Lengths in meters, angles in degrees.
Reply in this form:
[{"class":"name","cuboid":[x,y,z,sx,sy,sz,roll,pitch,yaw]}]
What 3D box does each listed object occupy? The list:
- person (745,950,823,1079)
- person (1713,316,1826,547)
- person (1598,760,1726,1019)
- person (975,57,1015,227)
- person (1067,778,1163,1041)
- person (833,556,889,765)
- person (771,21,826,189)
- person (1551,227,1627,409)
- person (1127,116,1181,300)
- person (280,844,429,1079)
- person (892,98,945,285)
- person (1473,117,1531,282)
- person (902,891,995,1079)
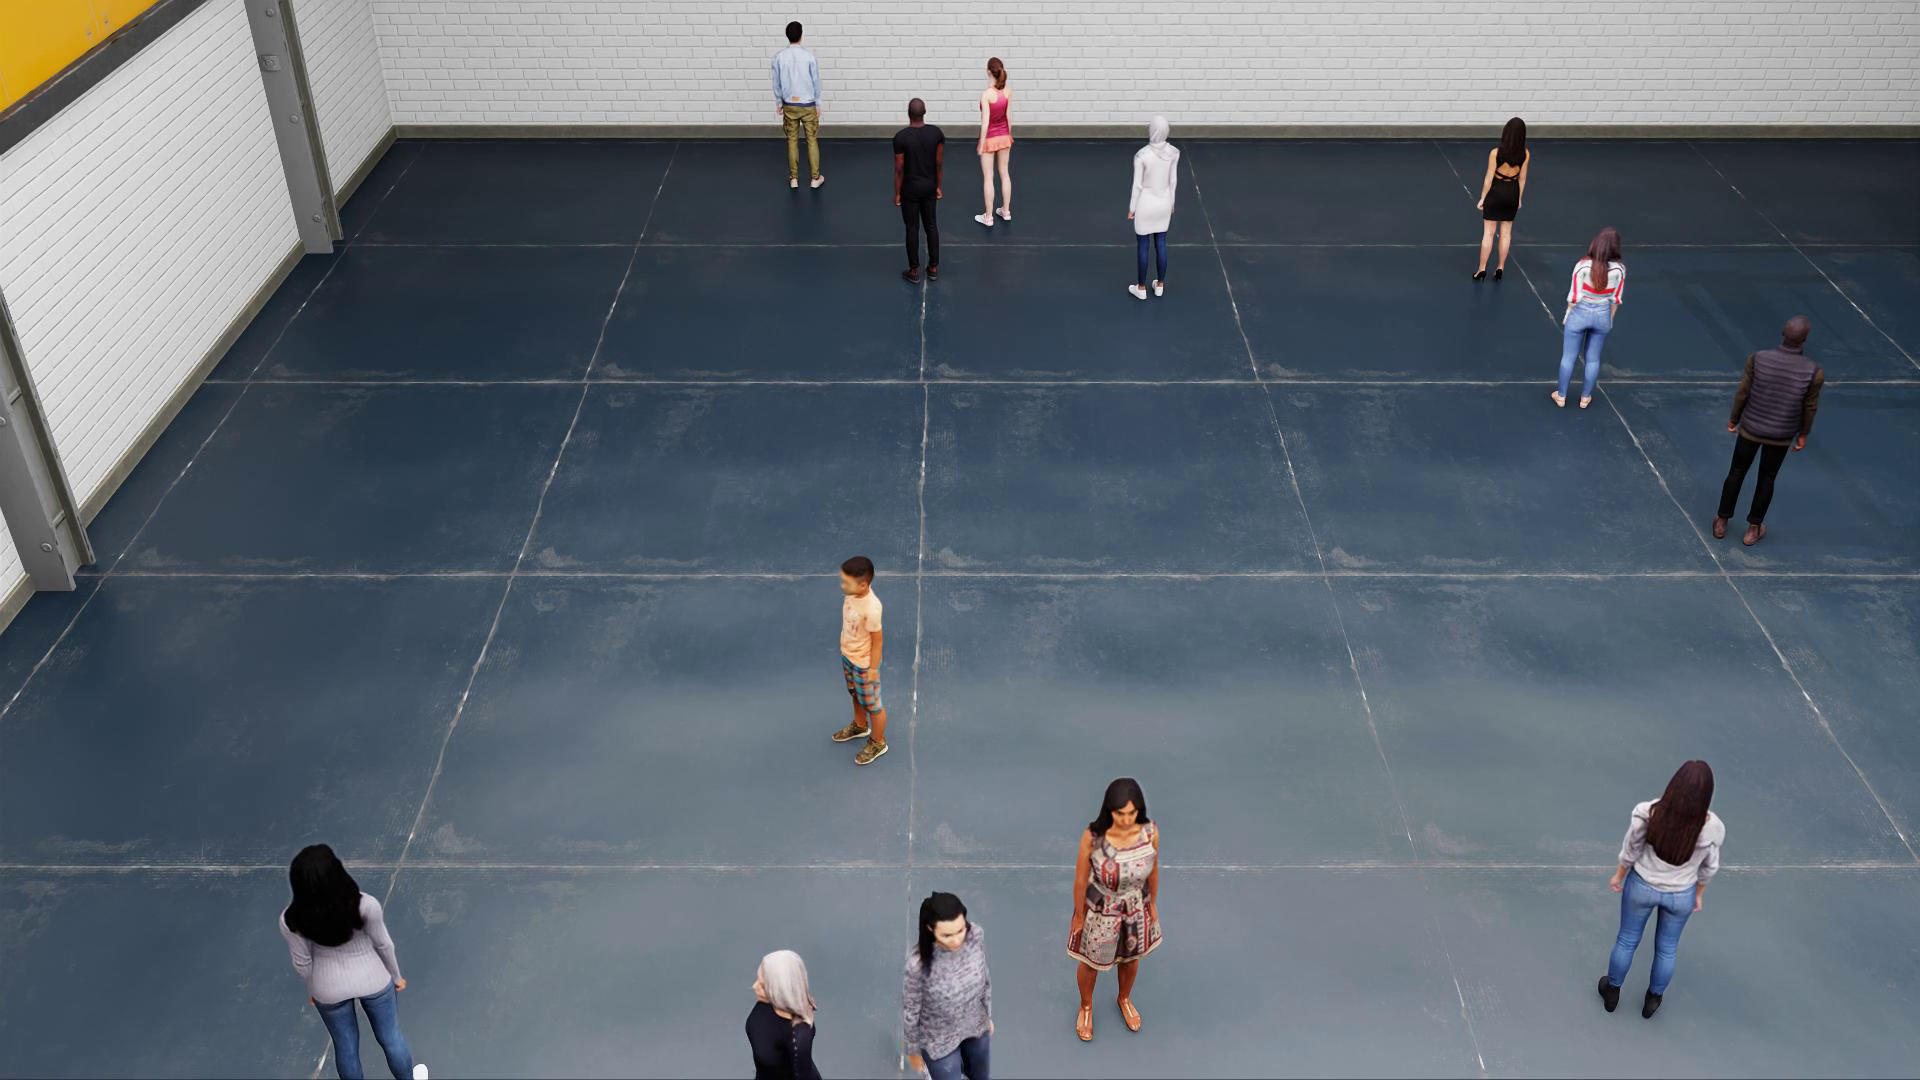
[{"class":"person","cuboid":[-0.767,2.450,7.391,0.745,1.747,0.637,-15,36,-21]},{"class":"person","cuboid":[5.922,-0.810,12.215,0.781,1.836,0.770,19,38,26]},{"class":"person","cuboid":[3.576,1.788,8.491,0.664,1.631,0.620,10,35,15]},{"class":"person","cuboid":[0.363,-4.162,17.333,0.670,1.754,0.715,-22,39,-29]},{"class":"person","cuboid":[0.788,1.843,8.396,0.693,1.645,0.599,-7,34,-10]},{"class":"person","cuboid":[-0.601,0.706,10.273,0.664,1.461,0.573,-19,38,-27]},{"class":"person","cuboid":[-1.754,-4.743,18.154,0.690,1.812,0.579,3,34,5]},{"class":"person","cuboid":[5.308,-1.874,14.016,0.631,1.613,0.568,6,34,9]},{"class":"person","cuboid":[1.831,-3.154,15.797,0.678,1.775,0.633,-10,35,-15]},{"class":"person","cuboid":[-2.890,2.117,7.903,0.657,1.736,0.613,-8,34,-12]},{"class":"person","cuboid":[-0.401,-3.380,16.097,0.735,1.819,0.683,-12,36,-18]},{"class":"person","cuboid":[5.249,-3.284,16.104,0.562,1.650,0.474,1,34,2]},{"class":"person","cuboid":[-0.090,2.224,7.762,0.864,1.712,0.954,-21,39,-29]}]
